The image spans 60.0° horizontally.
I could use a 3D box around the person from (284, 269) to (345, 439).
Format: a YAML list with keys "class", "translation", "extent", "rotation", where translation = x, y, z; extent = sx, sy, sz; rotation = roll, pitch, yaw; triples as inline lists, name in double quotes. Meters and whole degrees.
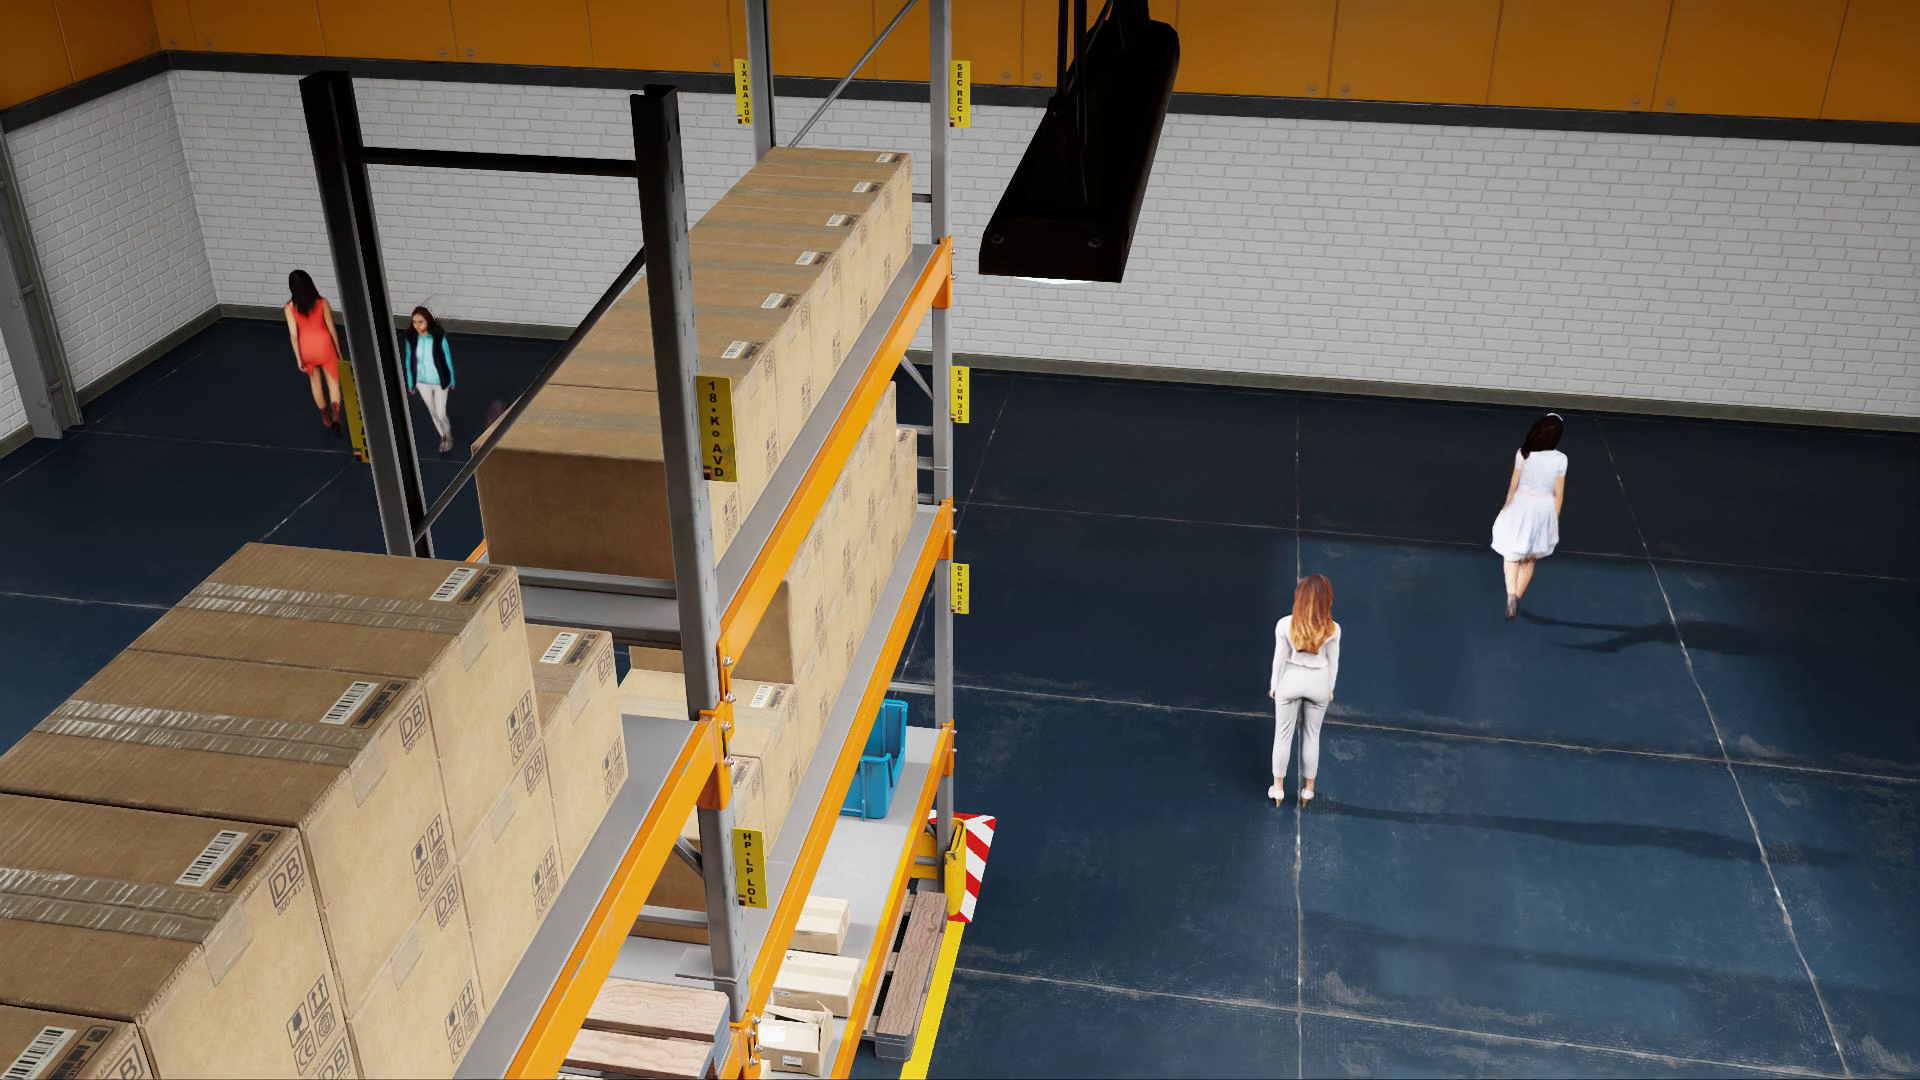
- class: "person"
  translation: [-6.236, -1.790, 16.178]
  extent: [0.903, 1.701, 1.083]
  rotation: [-11, 30, -19]

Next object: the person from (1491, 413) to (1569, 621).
- class: "person"
  translation: [4.441, -0.107, 12.988]
  extent: [0.743, 1.802, 0.948]
  rotation: [9, 30, 16]

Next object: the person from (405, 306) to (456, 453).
- class: "person"
  translation: [-5.046, -1.559, 15.978]
  extent: [0.594, 1.487, 0.628]
  rotation: [2, 29, 3]

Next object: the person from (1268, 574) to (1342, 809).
- class: "person"
  translation: [2.261, 1.010, 10.974]
  extent: [0.587, 1.769, 0.542]
  rotation: [3, 29, 5]
